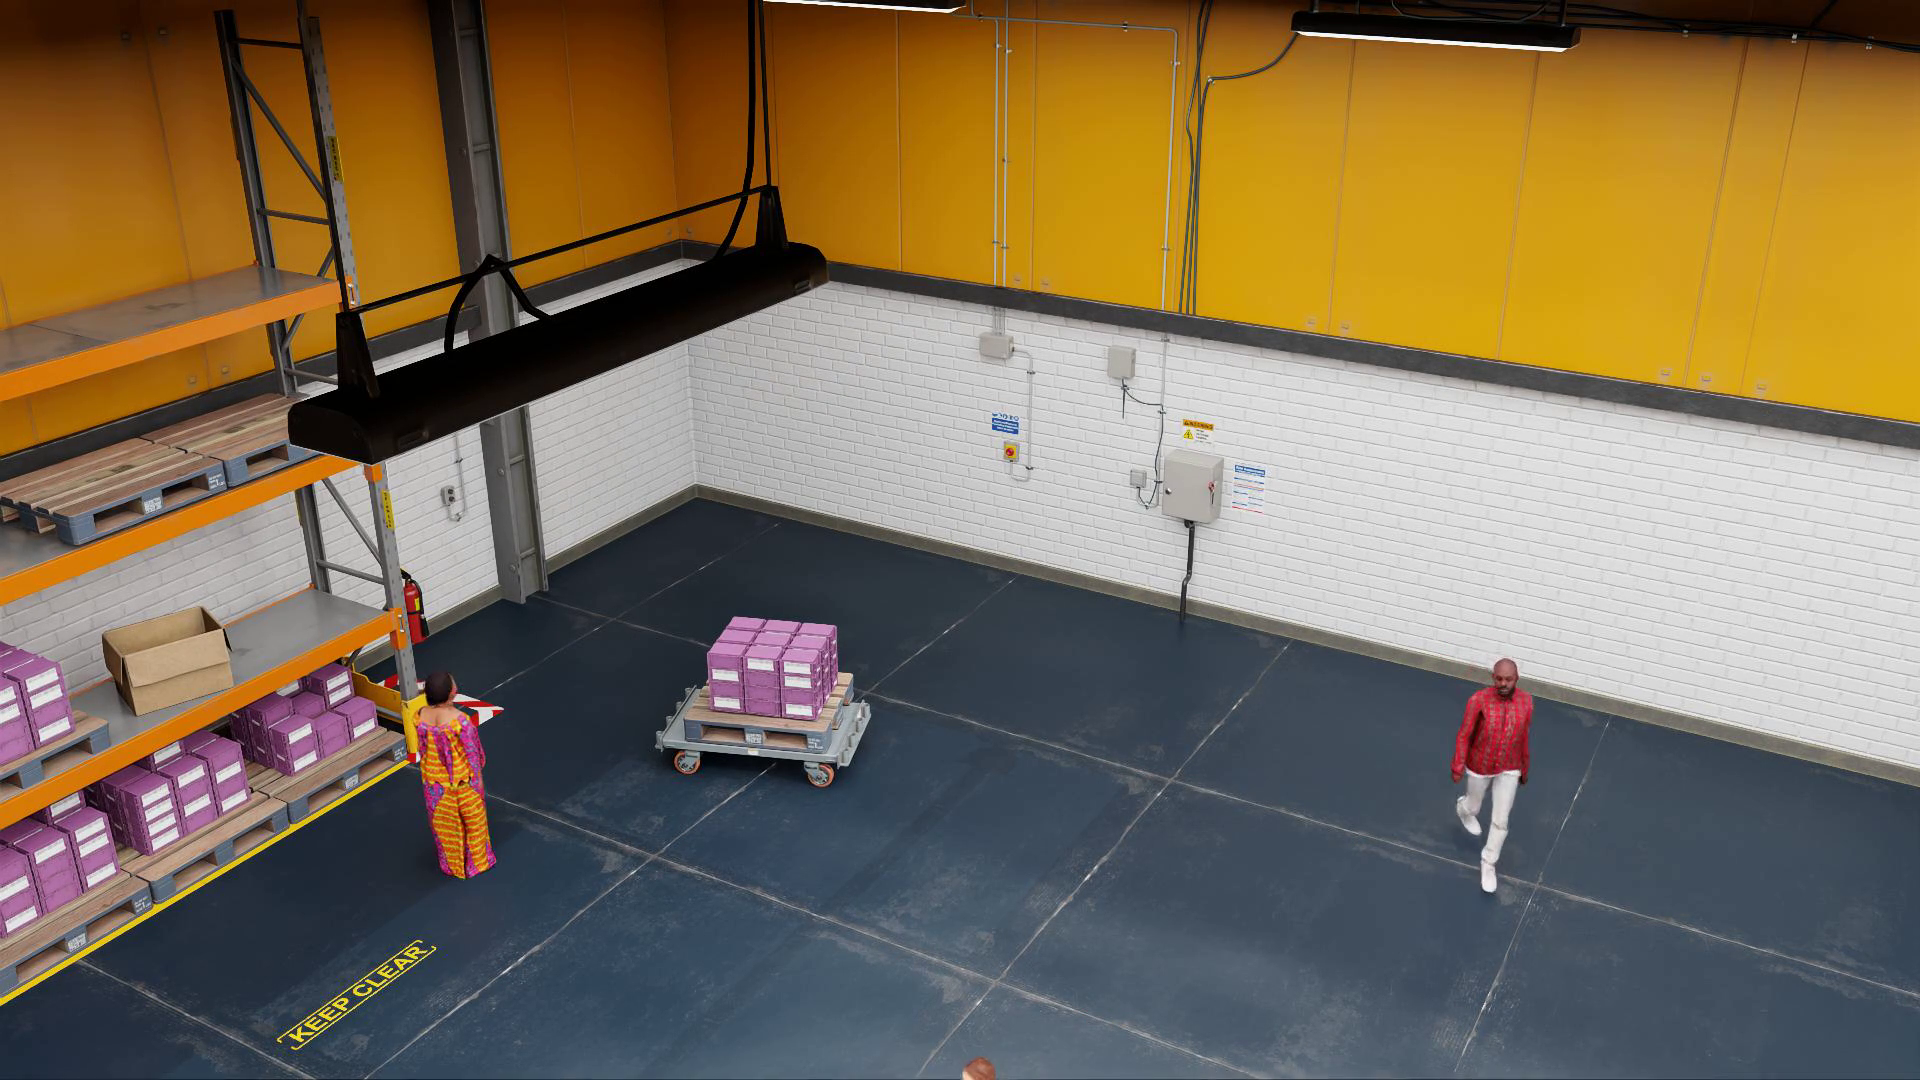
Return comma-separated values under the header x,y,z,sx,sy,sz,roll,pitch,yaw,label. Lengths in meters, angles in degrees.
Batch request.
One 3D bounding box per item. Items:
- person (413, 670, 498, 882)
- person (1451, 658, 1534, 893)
x,y,z,sx,sy,sz,roll,pitch,yaw,label
-3.765,1.710,12.322,0.706,1.669,0.721,7,25,15,person
3.941,1.630,12.357,1.008,1.786,1.250,2,24,5,person
